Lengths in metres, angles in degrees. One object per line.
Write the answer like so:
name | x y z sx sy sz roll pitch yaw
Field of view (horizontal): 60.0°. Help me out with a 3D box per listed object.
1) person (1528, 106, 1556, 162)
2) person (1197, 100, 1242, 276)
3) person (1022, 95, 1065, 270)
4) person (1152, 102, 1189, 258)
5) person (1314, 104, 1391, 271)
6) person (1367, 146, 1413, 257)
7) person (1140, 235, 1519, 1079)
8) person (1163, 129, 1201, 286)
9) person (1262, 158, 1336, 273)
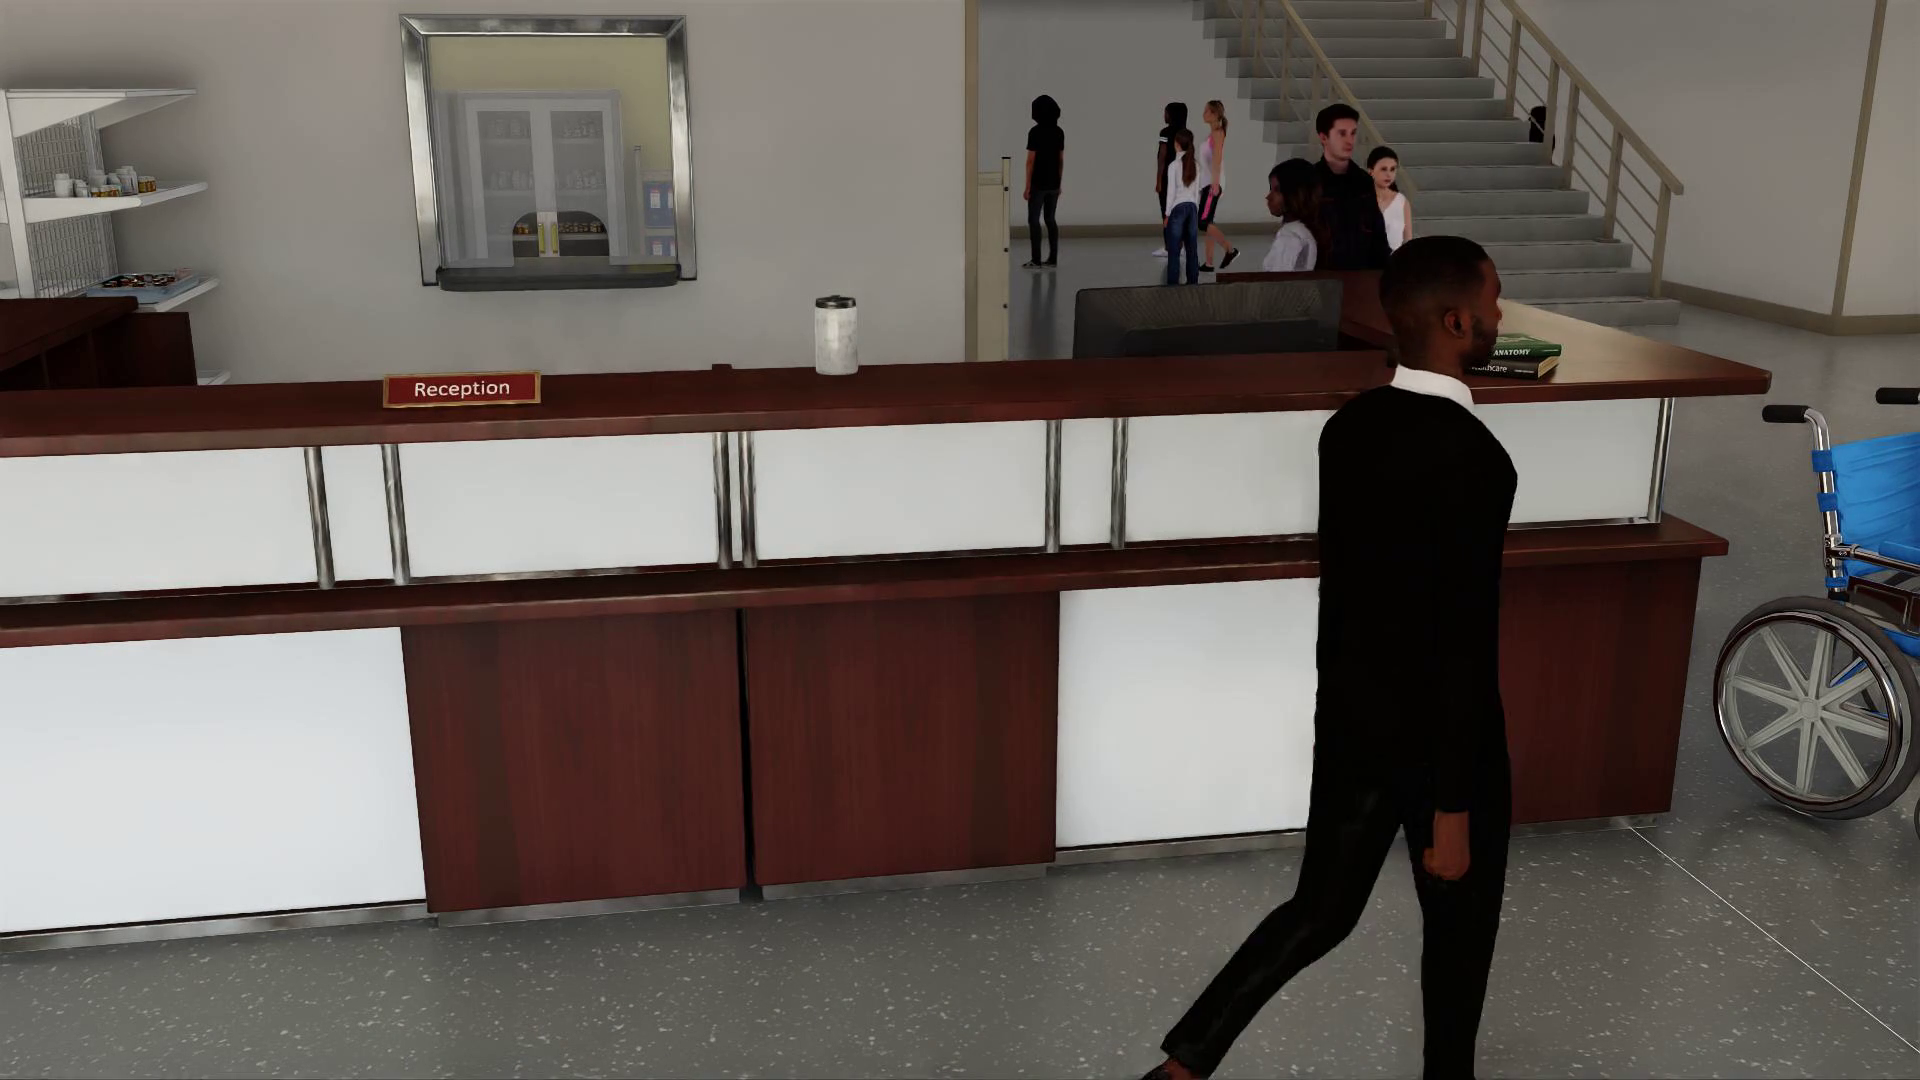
person | 5.892 -3.517 16.910 0.550 1.724 0.607 -3 16 -10
person | 2.695 -3.631 17.222 0.772 1.775 0.755 1 16 3
person | 0.916 -3.846 17.871 0.704 1.823 0.679 -11 19 -34
person | 2.436 -4.138 19.104 0.718 1.728 0.688 15 21 42
person | 1.770 -1.148 8.222 0.957 1.879 1.281 -8 18 -27
person | 2.441 -1.507 9.985 0.621 1.613 1.016 -4 16 -15
person | 0.707 0.378 2.984 0.871 1.783 1.138 -6 17 -22
person | 2.085 -3.060 15.594 0.599 1.559 0.622 -9 18 -29
person | 1.485 -0.746 7.140 0.934 1.692 1.077 5 16 17
